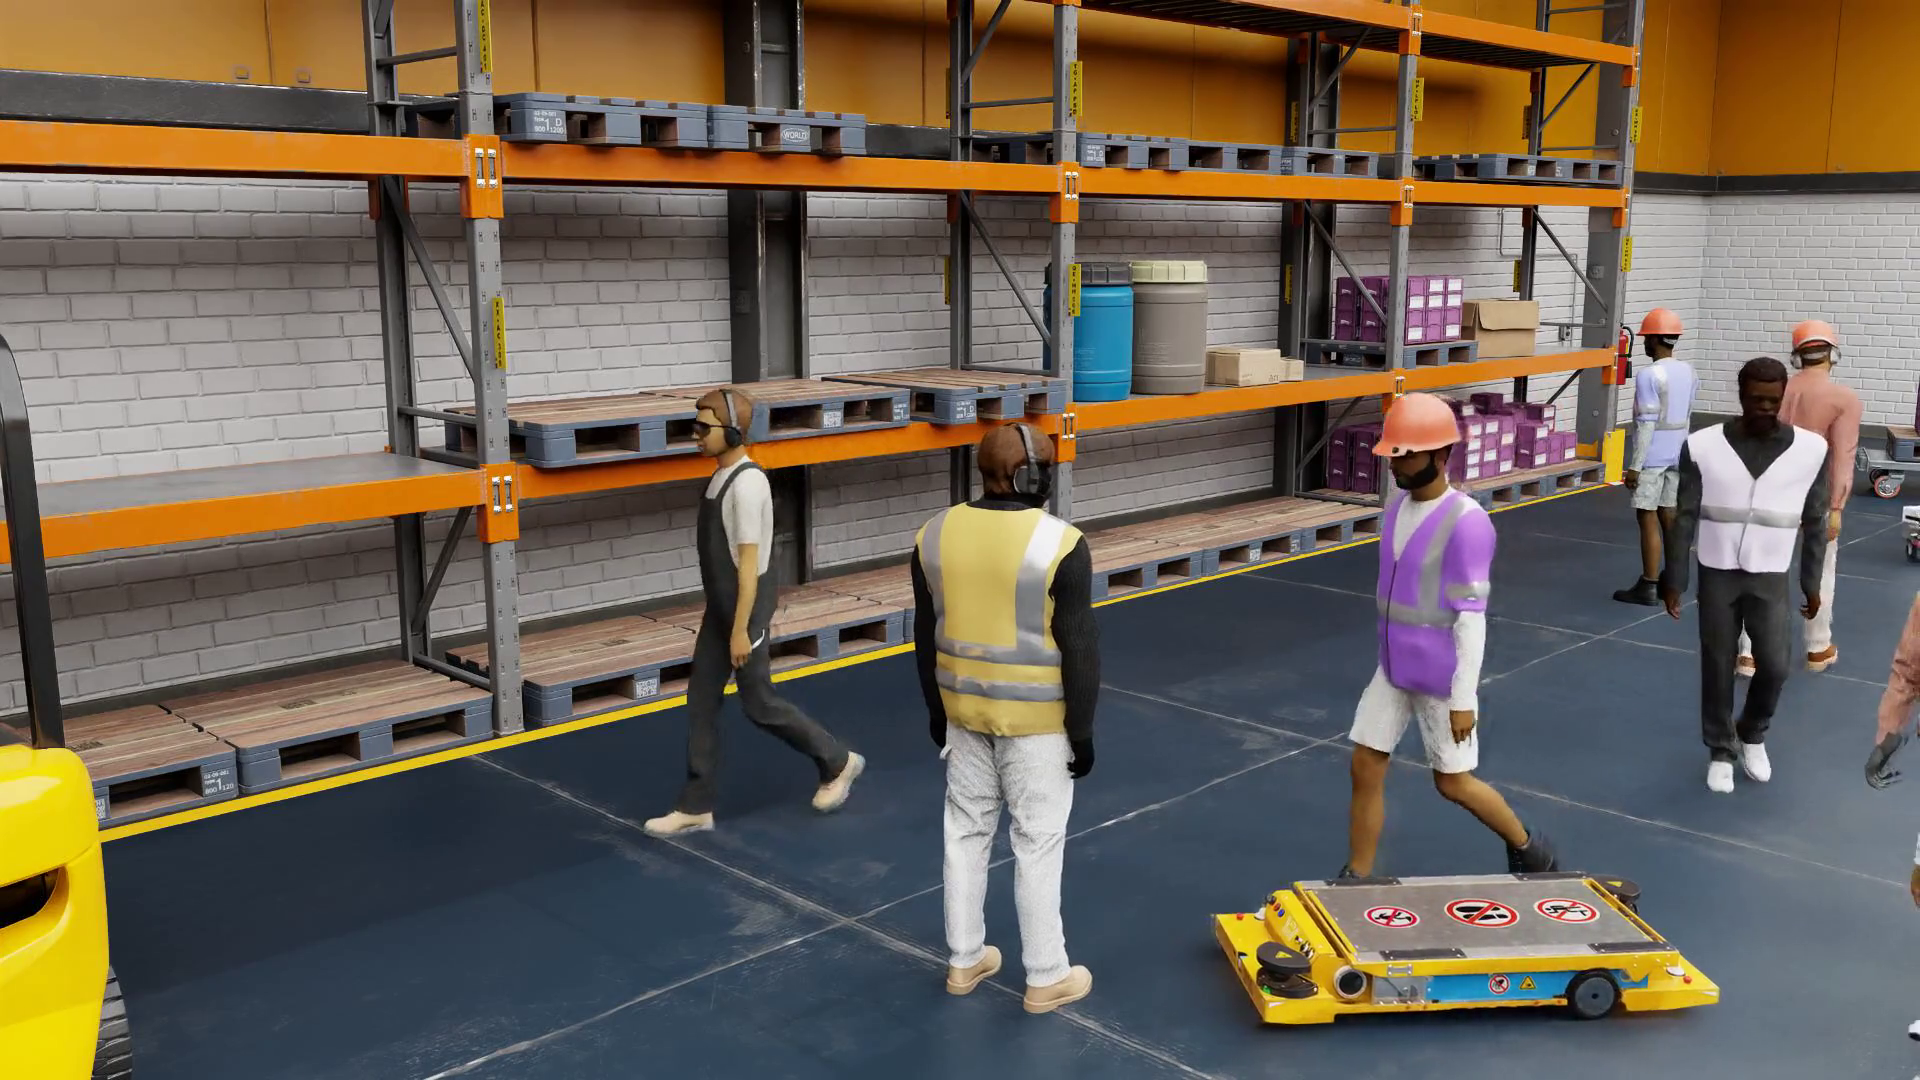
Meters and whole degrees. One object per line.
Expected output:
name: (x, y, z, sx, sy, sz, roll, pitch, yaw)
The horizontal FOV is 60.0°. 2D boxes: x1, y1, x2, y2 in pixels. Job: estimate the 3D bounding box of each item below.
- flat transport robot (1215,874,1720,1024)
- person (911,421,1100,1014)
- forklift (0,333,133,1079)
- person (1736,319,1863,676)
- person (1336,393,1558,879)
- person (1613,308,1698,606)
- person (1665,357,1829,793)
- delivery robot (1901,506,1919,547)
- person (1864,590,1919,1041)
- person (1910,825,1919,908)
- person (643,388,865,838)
flat transport robot: (1.605, 1.301, 5.378, 1.431, 0.197, 0.652, -1, 10, -5)
person: (0.160, 0.549, 5.202, 0.626, 1.840, 0.430, 7, 12, 32)
forklift: (-3.289, 0.485, 4.582, 1.214, 2.155, 2.313, -10, 14, -44)
person: (4.606, -0.224, 9.120, 0.916, 1.936, 0.639, -8, 13, -38)
person: (1.673, 0.428, 5.751, 0.926, 1.899, 0.550, -4, 11, -19)
person: (4.530, -0.540, 10.874, 0.552, 1.935, 0.374, -7, 13, -35)
person: (3.383, 0.157, 7.178, 0.621, 1.899, 0.449, 4, 11, 20)
delivery robot: (7.302, -0.138, 12.195, 0.707, 0.478, 0.477, -2, 10, -10)
person: (3.017, 0.700, 5.011, 0.818, 1.600, 0.533, -6, 12, -28)
person: (2.609, 0.757, 3.971, 1.002, 1.886, 0.556, -4, 11, -20)
person: (-0.837, 0.288, 6.702, 0.870, 1.820, 0.524, -5, 11, -24)
